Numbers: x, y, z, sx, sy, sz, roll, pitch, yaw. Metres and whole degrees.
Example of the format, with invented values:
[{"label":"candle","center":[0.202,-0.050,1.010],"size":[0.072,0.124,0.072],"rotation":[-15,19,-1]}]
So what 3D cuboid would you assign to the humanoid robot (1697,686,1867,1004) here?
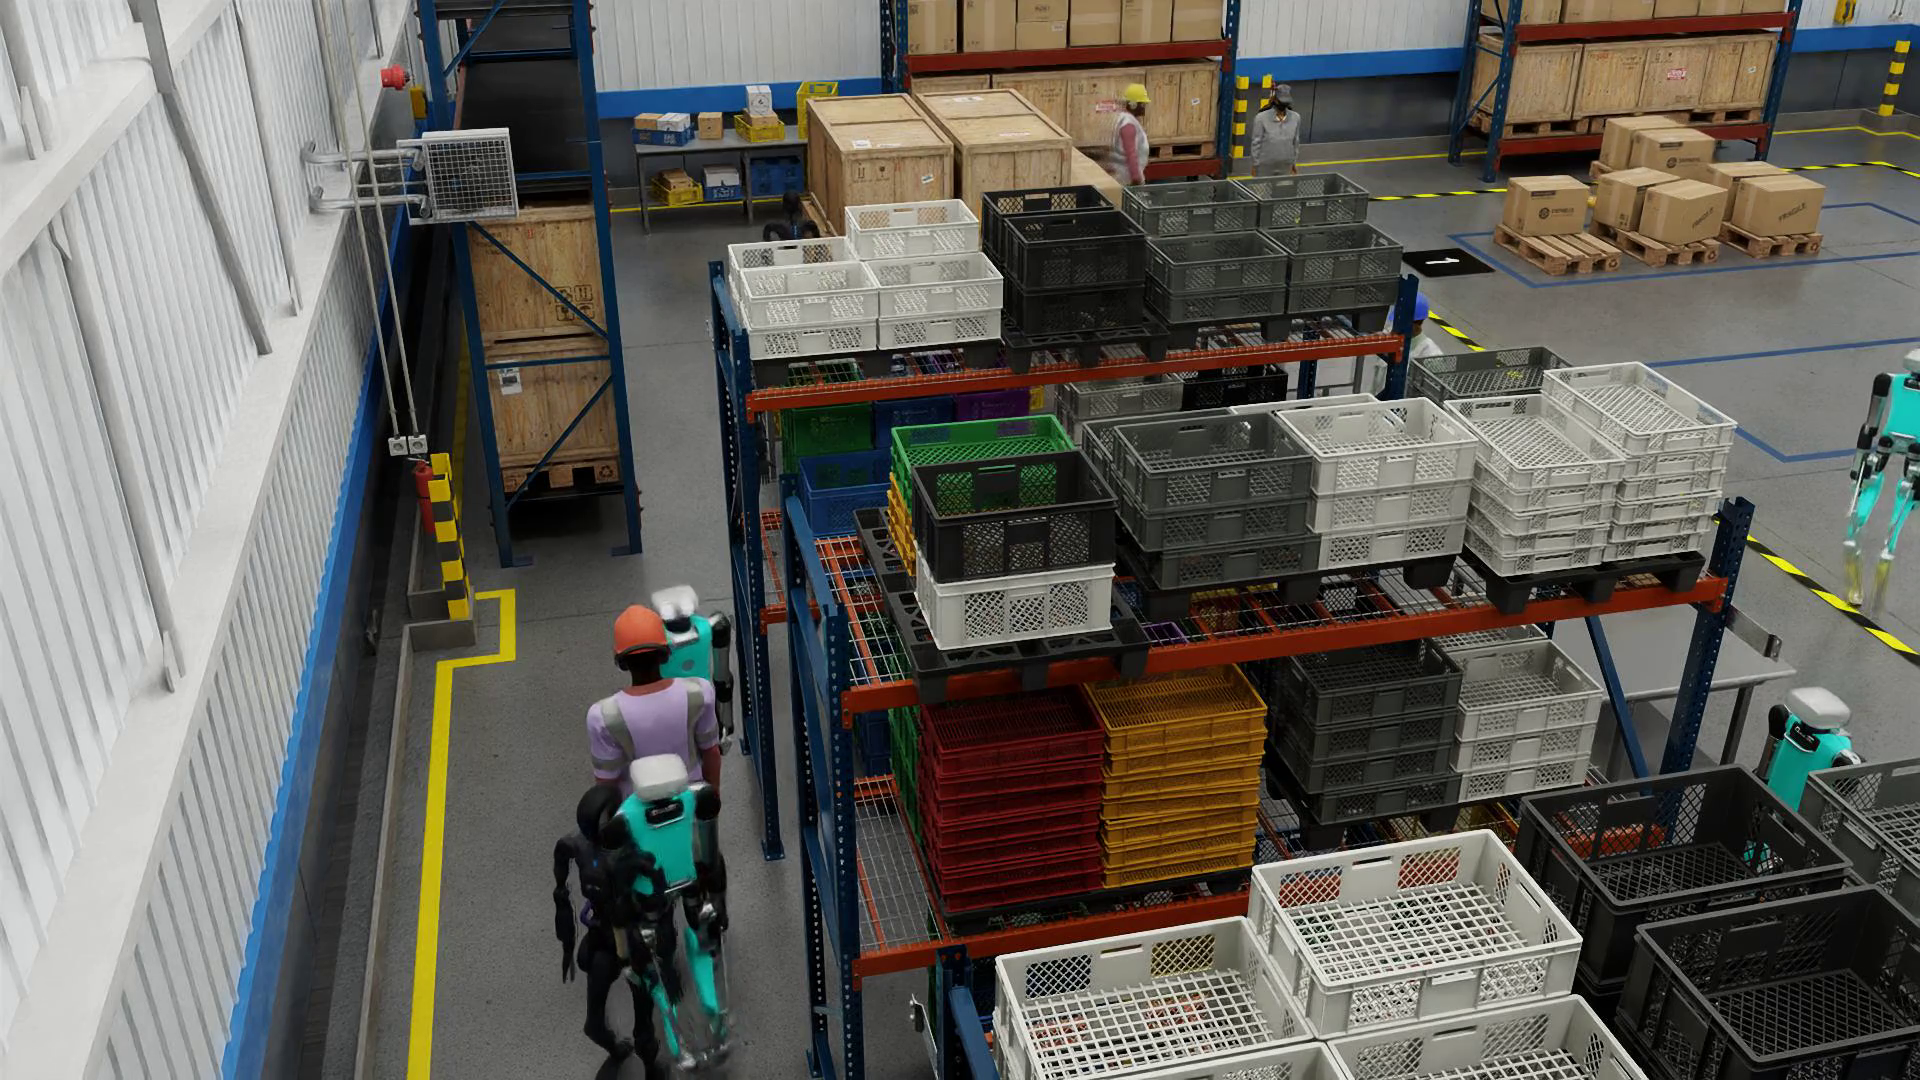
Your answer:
[{"label":"humanoid robot","center":[3.555,1.449,7.584],"size":[0.735,1.673,0.533],"rotation":[-6,28,-12]}]

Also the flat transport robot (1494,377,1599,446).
[{"label":"flat transport robot","center":[4.780,-1.036,14.013],"size":[0.659,0.231,1.431],"rotation":[-6,28,-12]}]

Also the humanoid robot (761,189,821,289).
[{"label":"humanoid robot","center":[-1.501,-2.307,14.935],"size":[0.603,1.628,0.582],"rotation":[-11,30,-20]}]

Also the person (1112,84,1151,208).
[{"label":"person","center":[1.861,-4.084,18.171],"size":[0.943,1.782,0.611],"rotation":[6,28,12]}]

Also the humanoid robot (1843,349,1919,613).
[{"label":"humanoid robot","center":[6.187,-0.302,11.139],"size":[0.545,1.856,0.796],"rotation":[19,33,32]}]

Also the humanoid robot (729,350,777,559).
[{"label":"humanoid robot","center":[-1.480,-0.688,11.826],"size":[0.315,1.657,0.599],"rotation":[-6,28,-12]}]

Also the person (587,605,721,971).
[{"label":"person","center":[-1.418,1.224,7.836],"size":[0.604,2.033,0.388],"rotation":[-13,30,-23]}]

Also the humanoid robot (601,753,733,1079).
[{"label":"humanoid robot","center":[-1.126,1.851,7.061],"size":[0.554,1.859,0.816],"rotation":[-15,31,-26]}]

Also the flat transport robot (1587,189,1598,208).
[{"label":"flat transport robot","center":[8.169,-4.061,19.722],"size":[1.431,0.197,0.652],"rotation":[-6,28,-12]}]

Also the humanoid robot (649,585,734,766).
[{"label":"humanoid robot","center":[-1.503,0.953,8.683],"size":[0.536,1.803,0.787],"rotation":[-15,31,-26]}]

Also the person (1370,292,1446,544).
[{"label":"person","center":[3.143,-0.862,11.896],"size":[0.416,1.941,0.612],"rotation":[-13,30,-23]}]

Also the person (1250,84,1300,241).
[{"label":"person","center":[3.434,-4.118,18.249],"size":[0.563,1.768,0.397],"rotation":[-6,28,-11]}]

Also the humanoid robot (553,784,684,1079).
[{"label":"humanoid robot","center":[-1.461,1.768,7.180],"size":[0.588,1.657,0.332],"rotation":[7,29,13]}]

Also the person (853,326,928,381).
[{"label":"person","center":[-0.489,-0.941,12.098],"size":[0.581,1.884,0.351],"rotation":[-9,29,-16]}]

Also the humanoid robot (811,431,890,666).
[{"label":"humanoid robot","center":[-0.777,0.071,10.414],"size":[0.612,1.640,0.593],"rotation":[-10,29,-18]}]

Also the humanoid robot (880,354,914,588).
[{"label":"humanoid robot","center":[-0.106,-0.461,11.408],"size":[1.042,1.774,0.554],"rotation":[-7,29,-13]}]
